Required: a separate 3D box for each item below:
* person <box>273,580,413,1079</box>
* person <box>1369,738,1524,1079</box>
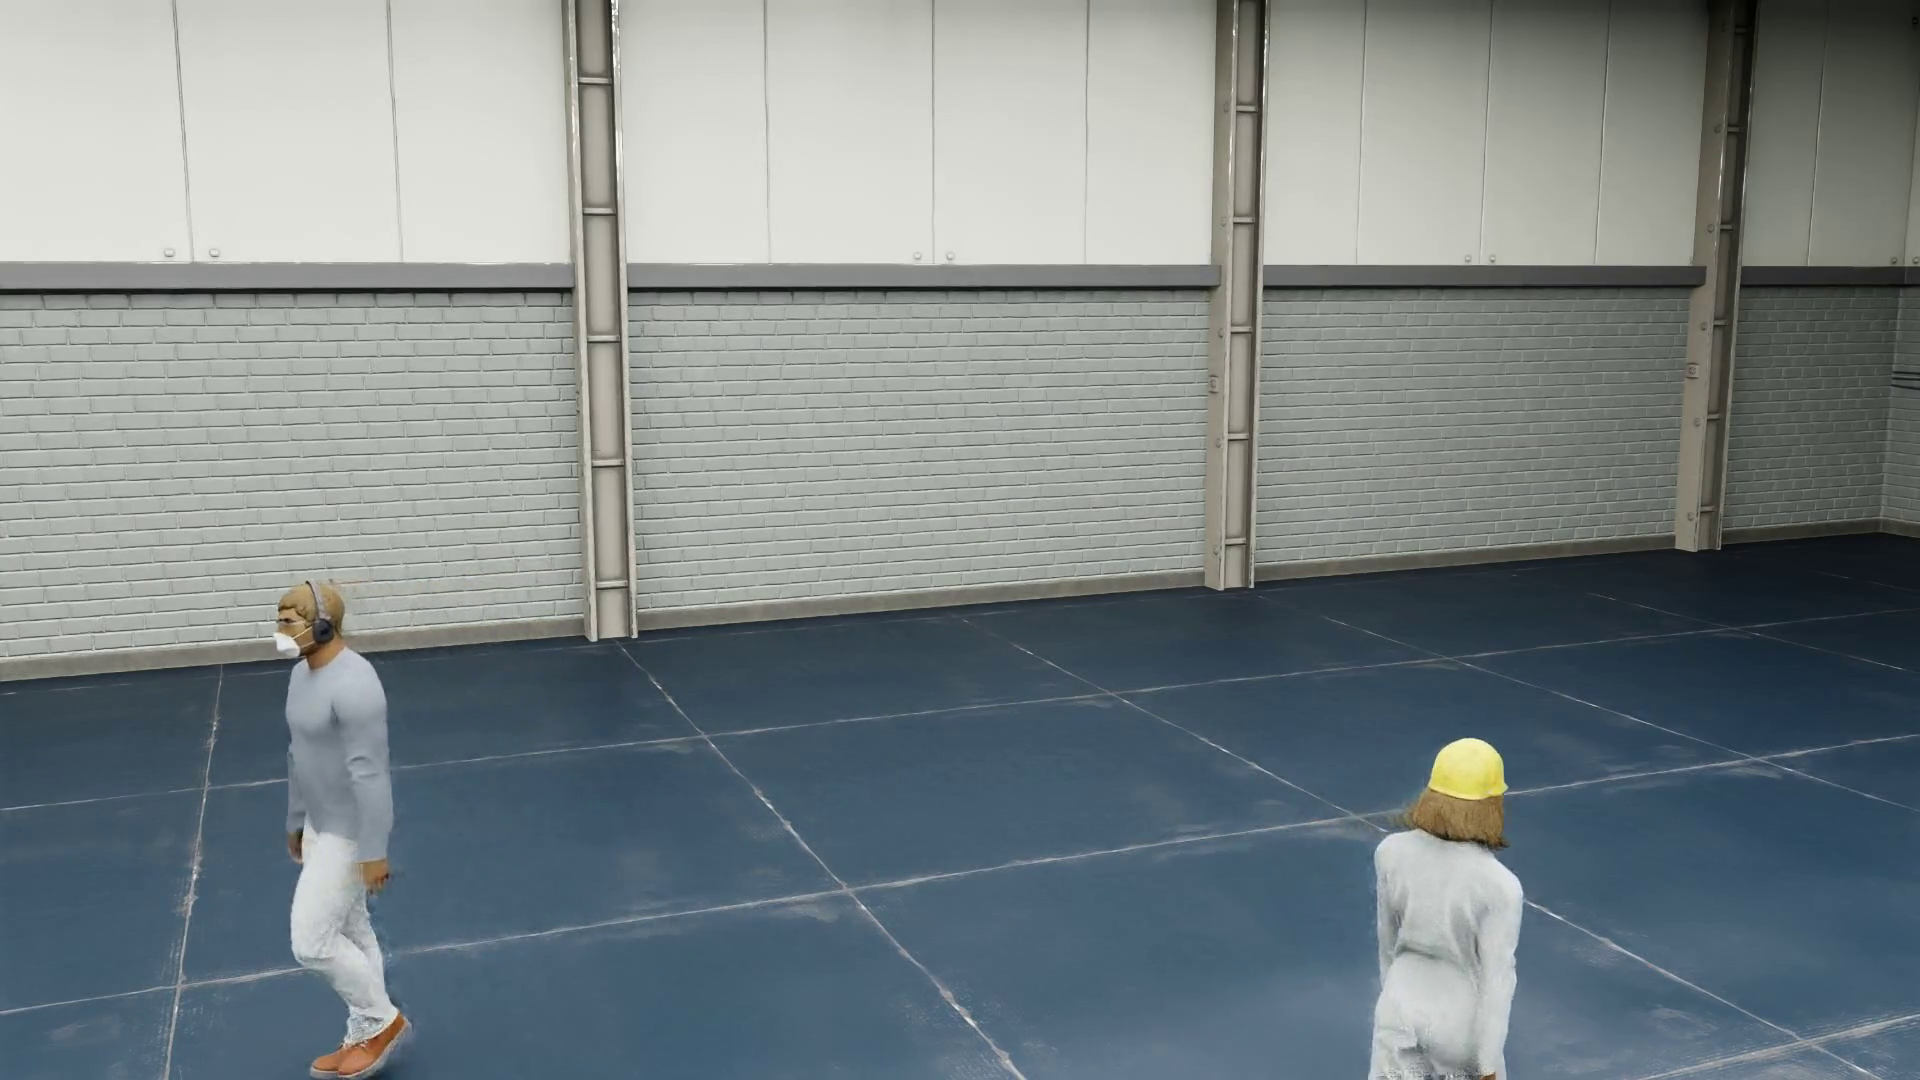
[{"bbox_3d":[-2.344,1.095,6.196,0.446,1.921,0.659,-7,11,-37],"label":"person"},{"bbox_3d":[1.442,1.410,4.930,0.501,1.693,0.896,9,12,43],"label":"person"}]
